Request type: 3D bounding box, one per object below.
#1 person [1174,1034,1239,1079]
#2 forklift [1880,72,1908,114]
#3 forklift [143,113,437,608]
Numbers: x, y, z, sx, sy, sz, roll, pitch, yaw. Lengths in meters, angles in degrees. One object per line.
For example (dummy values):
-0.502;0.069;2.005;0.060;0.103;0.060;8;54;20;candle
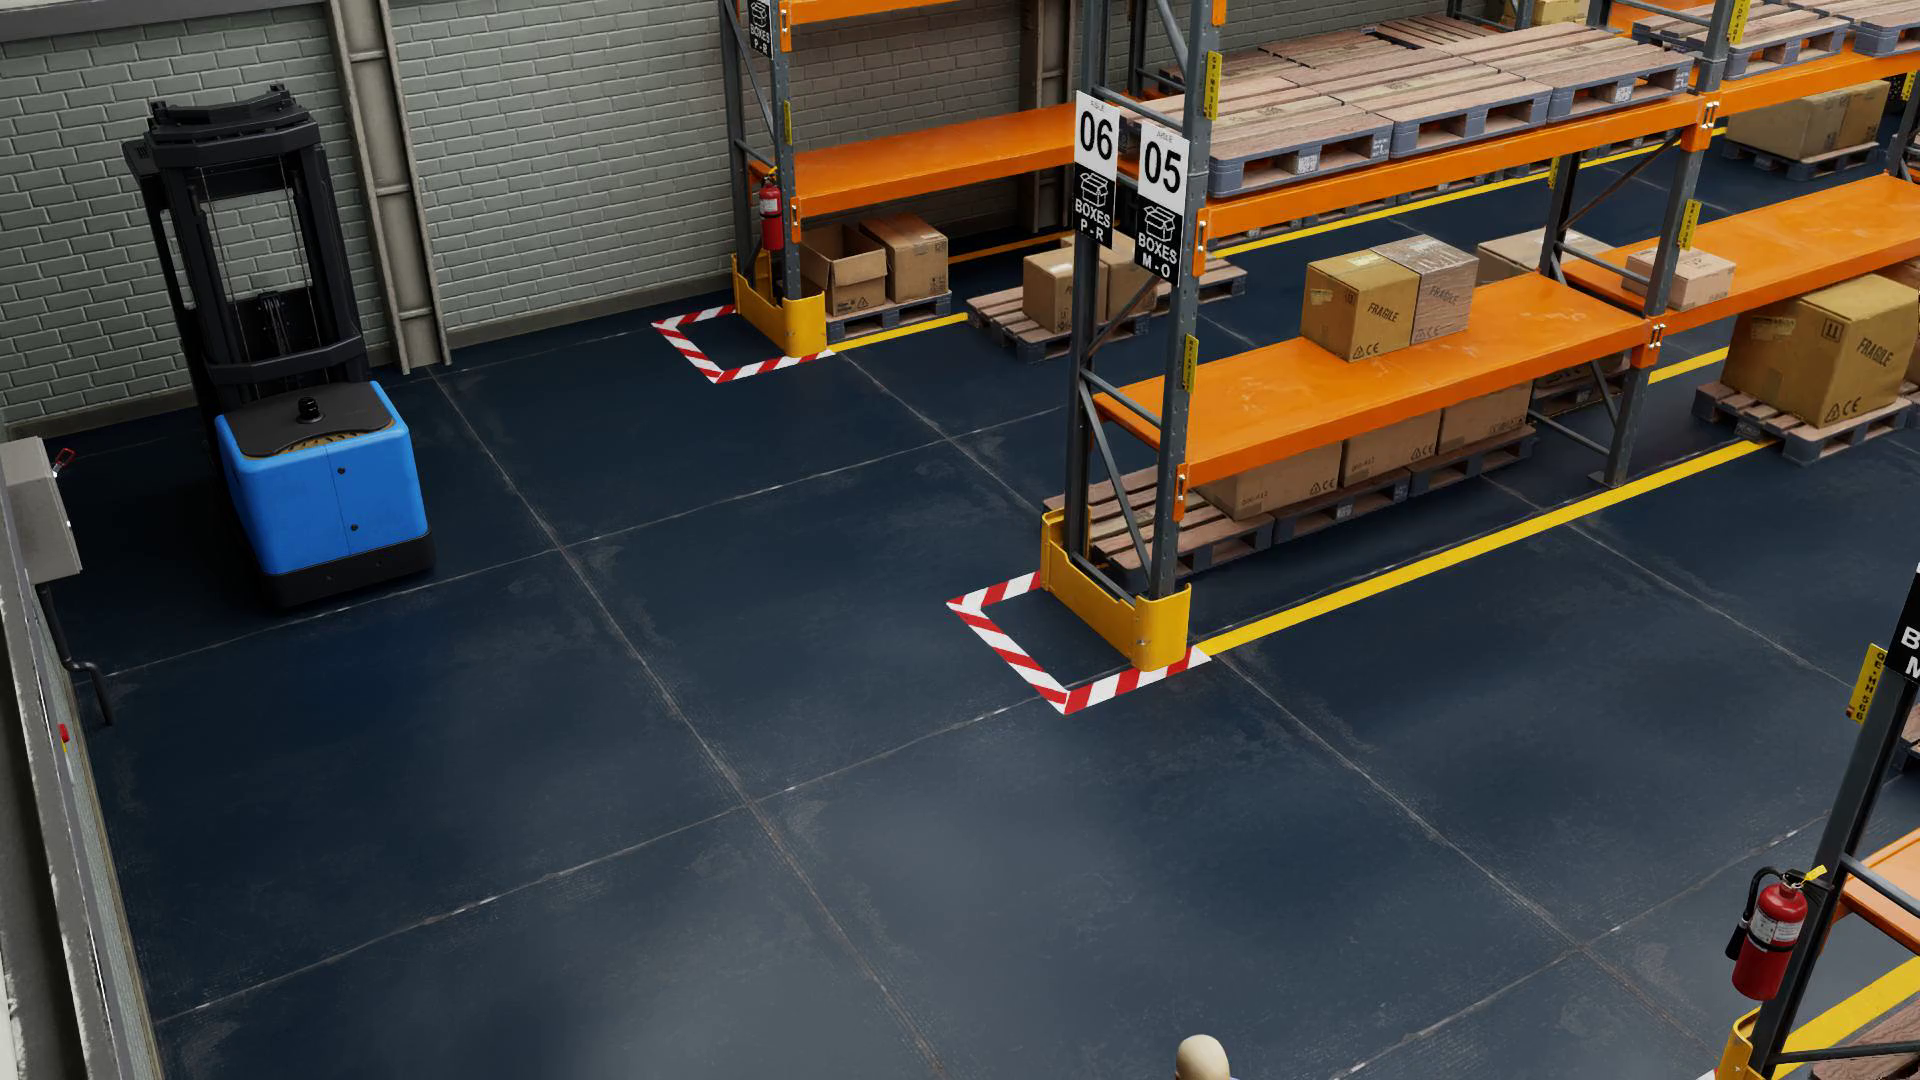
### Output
0.743;2.341;5.703;0.586;1.799;0.395;-12;34;-19;person
11.468;-5.645;18.244;1.214;2.155;2.313;-17;36;-26;forklift
-4.289;-1.259;10.509;1.129;2.768;1.873;-17;36;-26;forklift
